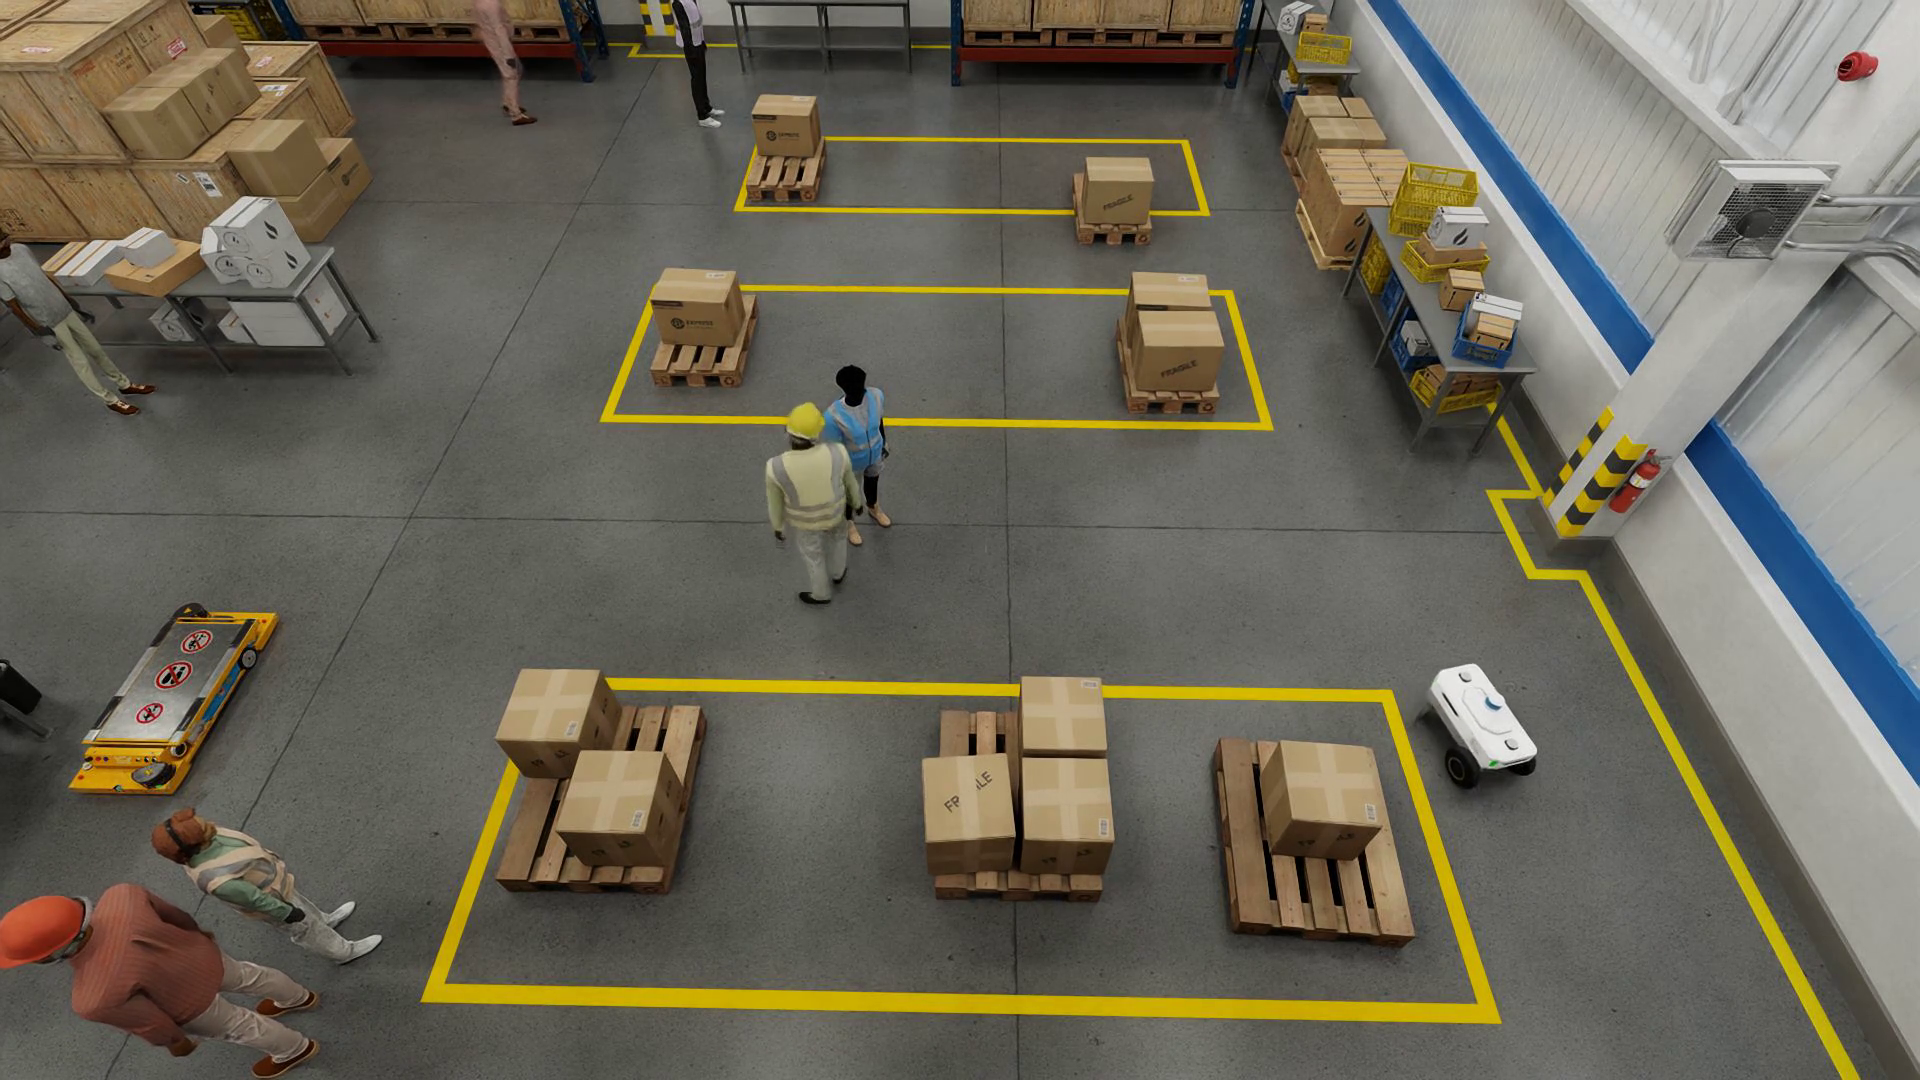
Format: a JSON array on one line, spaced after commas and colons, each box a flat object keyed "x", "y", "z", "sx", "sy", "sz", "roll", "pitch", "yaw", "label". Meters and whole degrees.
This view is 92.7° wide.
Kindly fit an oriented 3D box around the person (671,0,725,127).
[{"x": -3.362, "y": -6.256, "z": 11.574, "sx": 0.393, "sy": 1.916, "sz": 0.591, "roll": 0, "pitch": 50, "yaw": 0, "label": "person"}]

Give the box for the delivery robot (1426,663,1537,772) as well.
[{"x": 3.470, "y": 1.182, "z": 6.105, "sx": 0.477, "sy": 0.478, "sz": 0.707, "roll": -10, "pitch": 50, "yaw": -8, "label": "delivery robot"}]

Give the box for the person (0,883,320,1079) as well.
[{"x": -3.757, "y": 2.138, "z": 4.417, "sx": 0.372, "sy": 1.996, "sz": 0.620, "roll": -16, "pitch": 52, "yaw": -13, "label": "person"}]

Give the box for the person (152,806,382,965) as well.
[{"x": -3.692, "y": 1.862, "z": 4.882, "sx": 0.515, "sy": 1.641, "sz": 0.309, "roll": 33, "pitch": 57, "yaw": 24, "label": "person"}]

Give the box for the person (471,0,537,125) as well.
[{"x": -5.809, "y": -6.255, "z": 11.603, "sx": 0.457, "sy": 1.879, "sz": 0.671, "roll": -27, "pitch": 55, "yaw": -21, "label": "person"}]

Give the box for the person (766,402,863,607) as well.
[{"x": -1.023, "y": -0.214, "z": 6.531, "sx": 0.648, "sy": 1.811, "sz": 0.428, "roll": -14, "pitch": 51, "yaw": -11, "label": "person"}]

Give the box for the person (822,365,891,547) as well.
[{"x": -0.763, "y": -0.647, "z": 6.968, "sx": 0.540, "sy": 1.695, "sz": 0.317, "roll": -33, "pitch": 57, "yaw": -25, "label": "person"}]

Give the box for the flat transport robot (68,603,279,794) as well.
[{"x": -5.504, "y": 1.072, "z": 6.442, "sx": 0.652, "sy": 0.197, "sz": 1.431, "roll": 1, "pitch": 50, "yaw": 1, "label": "flat transport robot"}]

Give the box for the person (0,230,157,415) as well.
[{"x": -7.788, "y": -1.911, "z": 7.931, "sx": 0.329, "sy": 1.865, "sz": 0.508, "roll": -1, "pitch": 50, "yaw": -1, "label": "person"}]
